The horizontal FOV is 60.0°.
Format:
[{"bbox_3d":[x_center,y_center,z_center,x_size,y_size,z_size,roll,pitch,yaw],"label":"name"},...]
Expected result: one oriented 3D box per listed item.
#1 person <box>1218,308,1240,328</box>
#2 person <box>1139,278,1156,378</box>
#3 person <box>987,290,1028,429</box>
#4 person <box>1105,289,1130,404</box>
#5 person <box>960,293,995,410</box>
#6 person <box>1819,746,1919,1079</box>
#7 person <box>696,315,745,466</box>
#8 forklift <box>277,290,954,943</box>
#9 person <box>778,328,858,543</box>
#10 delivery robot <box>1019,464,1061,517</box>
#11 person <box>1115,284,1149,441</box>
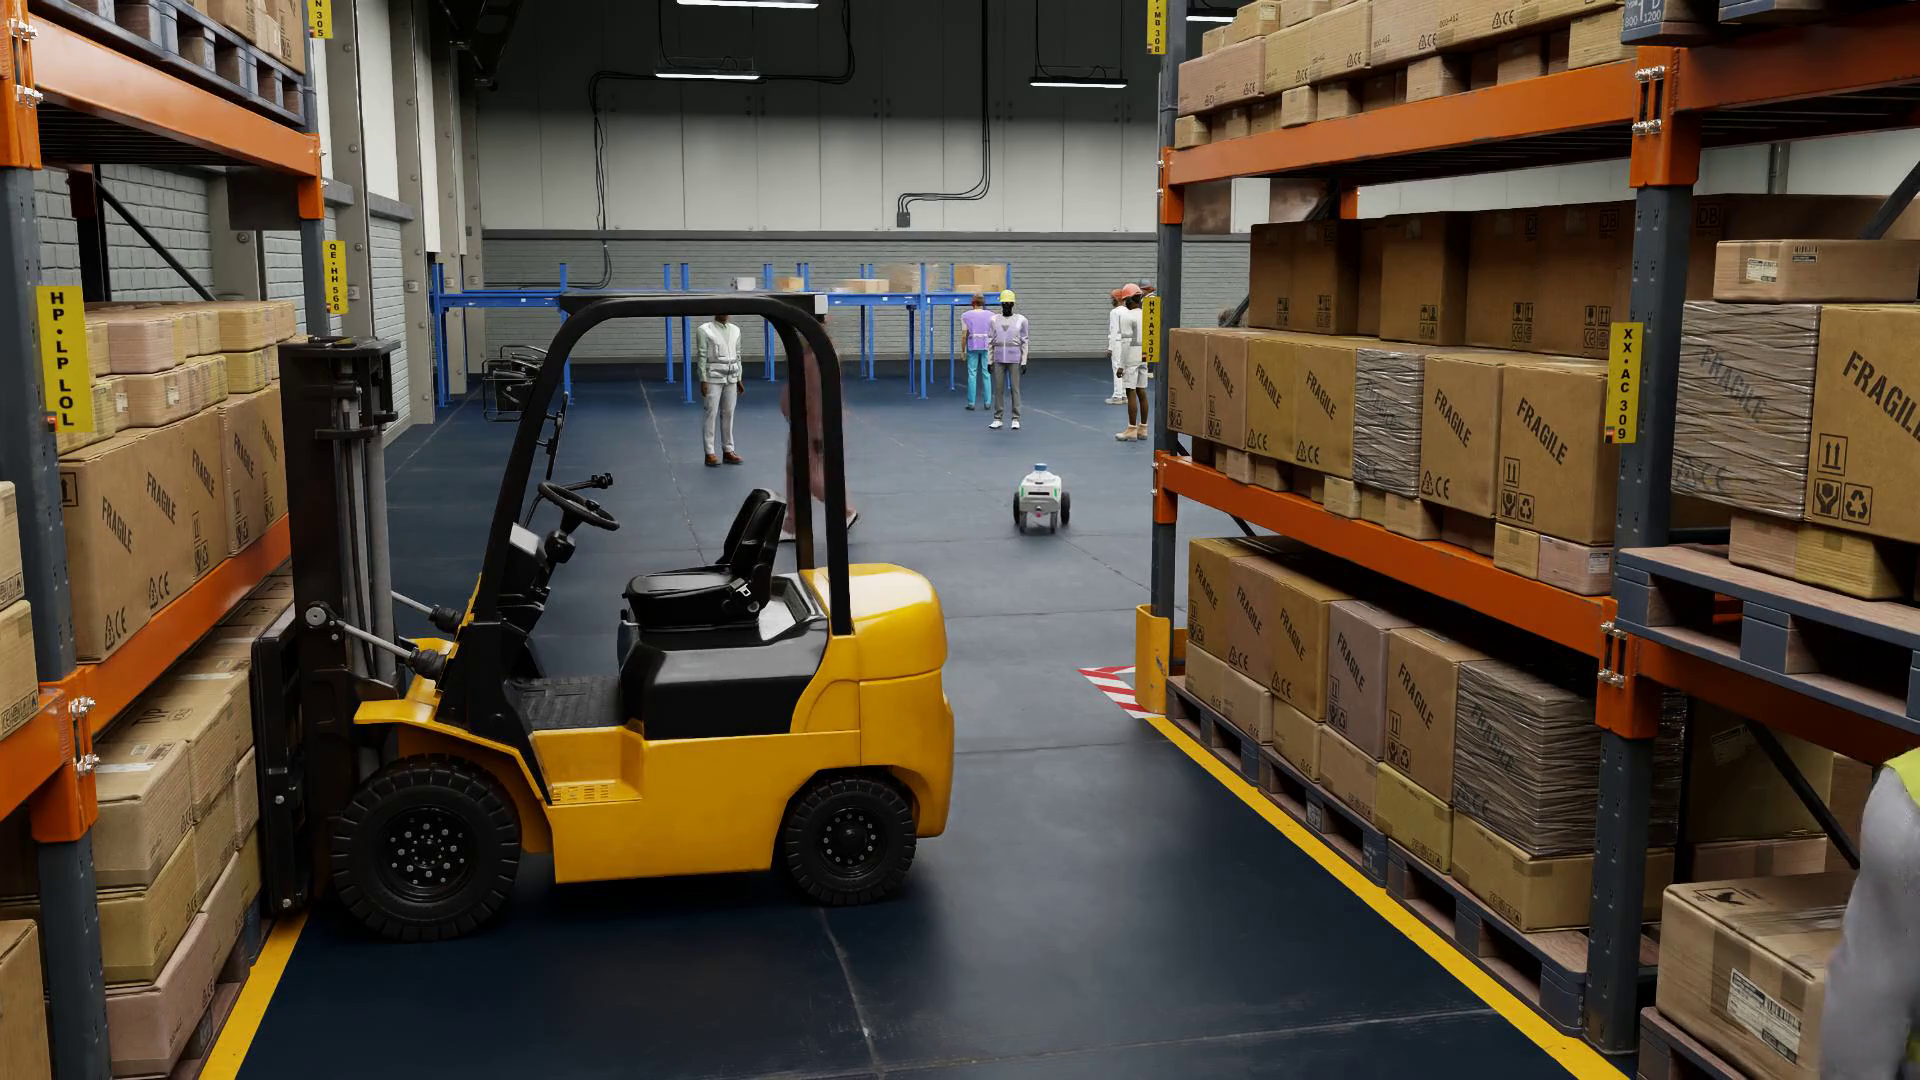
[{"bbox_3d":[2.769,-1.482,17.231,0.651,1.815,0.535,-6,11,-33],"label":"person"},{"bbox_3d":[3.781,-4.335,34.098,0.535,2.000,0.674,0,9,-2],"label":"person"},{"bbox_3d":[0.657,-2.520,23.256,0.604,1.928,0.373,3,10,16],"label":"person"},{"bbox_3d":[2.622,-3.203,27.542,0.356,1.886,0.572,6,11,33],"label":"person"},{"bbox_3d":[0.293,-2.996,26.396,0.570,1.844,0.377,-2,10,-13],"label":"person"},{"bbox_3d":[1.674,0.930,2.574,0.633,1.819,0.798,-1,9,-9],"label":"person"},{"bbox_3d":[-2.732,-1.836,19.015,0.389,1.949,0.603,9,13,44],"label":"person"},{"bbox_3d":[-1.179,0.175,6.143,2.313,2.155,1.214,-2,10,-12],"label":"forklift"},{"bbox_3d":[-1.231,-0.911,13.573,0.719,1.891,0.654,-3,10,-16],"label":"person"},{"bbox_3d":[0.703,-0.422,14.484,0.477,0.478,0.707,1,9,5],"label":"delivery robot"},{"bbox_3d":[2.252,-2.322,21.727,0.390,2.034,0.605,8,12,41],"label":"person"}]
